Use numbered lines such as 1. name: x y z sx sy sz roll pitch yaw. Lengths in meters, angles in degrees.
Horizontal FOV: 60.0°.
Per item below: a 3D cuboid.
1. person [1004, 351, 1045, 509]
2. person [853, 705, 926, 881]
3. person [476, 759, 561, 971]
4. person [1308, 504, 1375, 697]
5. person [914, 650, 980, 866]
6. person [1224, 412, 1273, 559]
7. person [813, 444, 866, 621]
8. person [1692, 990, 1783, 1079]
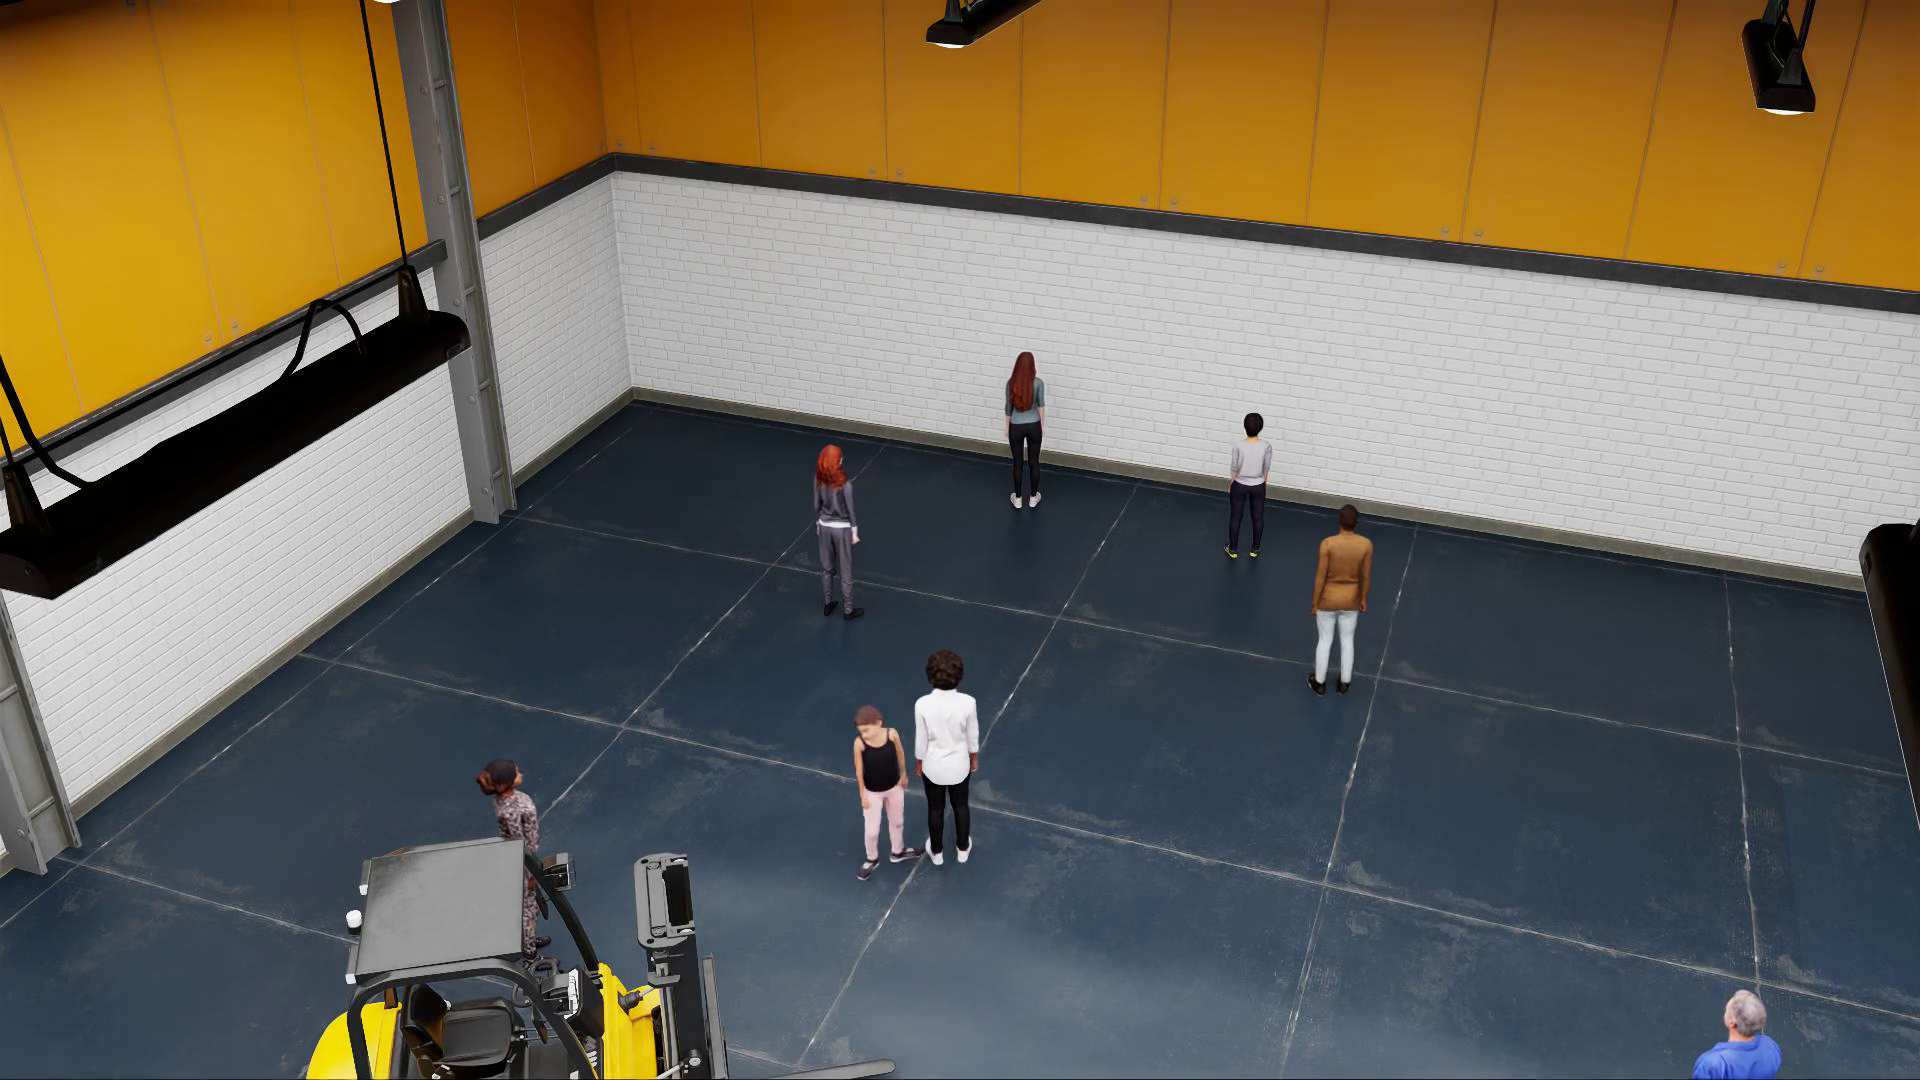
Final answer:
1. person: 0.681 -1.158 17.496 0.637 1.742 0.636 1 29 1
2. person: -0.535 1.802 12.273 0.731 1.546 0.780 -19 34 -31
3. person: -3.016 2.203 11.364 0.743 1.714 0.682 -12 31 -21
4. person: 3.271 0.519 14.343 0.705 1.816 0.648 0 29 1
5. person: -0.101 1.623 12.330 0.710 1.807 0.698 -3 29 -6
6. person: 2.877 -0.548 16.574 0.605 1.554 0.590 0 29 -1
7. person: -1.157 -0.075 15.472 0.617 1.779 0.555 15 32 26
8. person: 4.226 3.281 9.272 0.778 1.825 0.820 -11 30 -19
